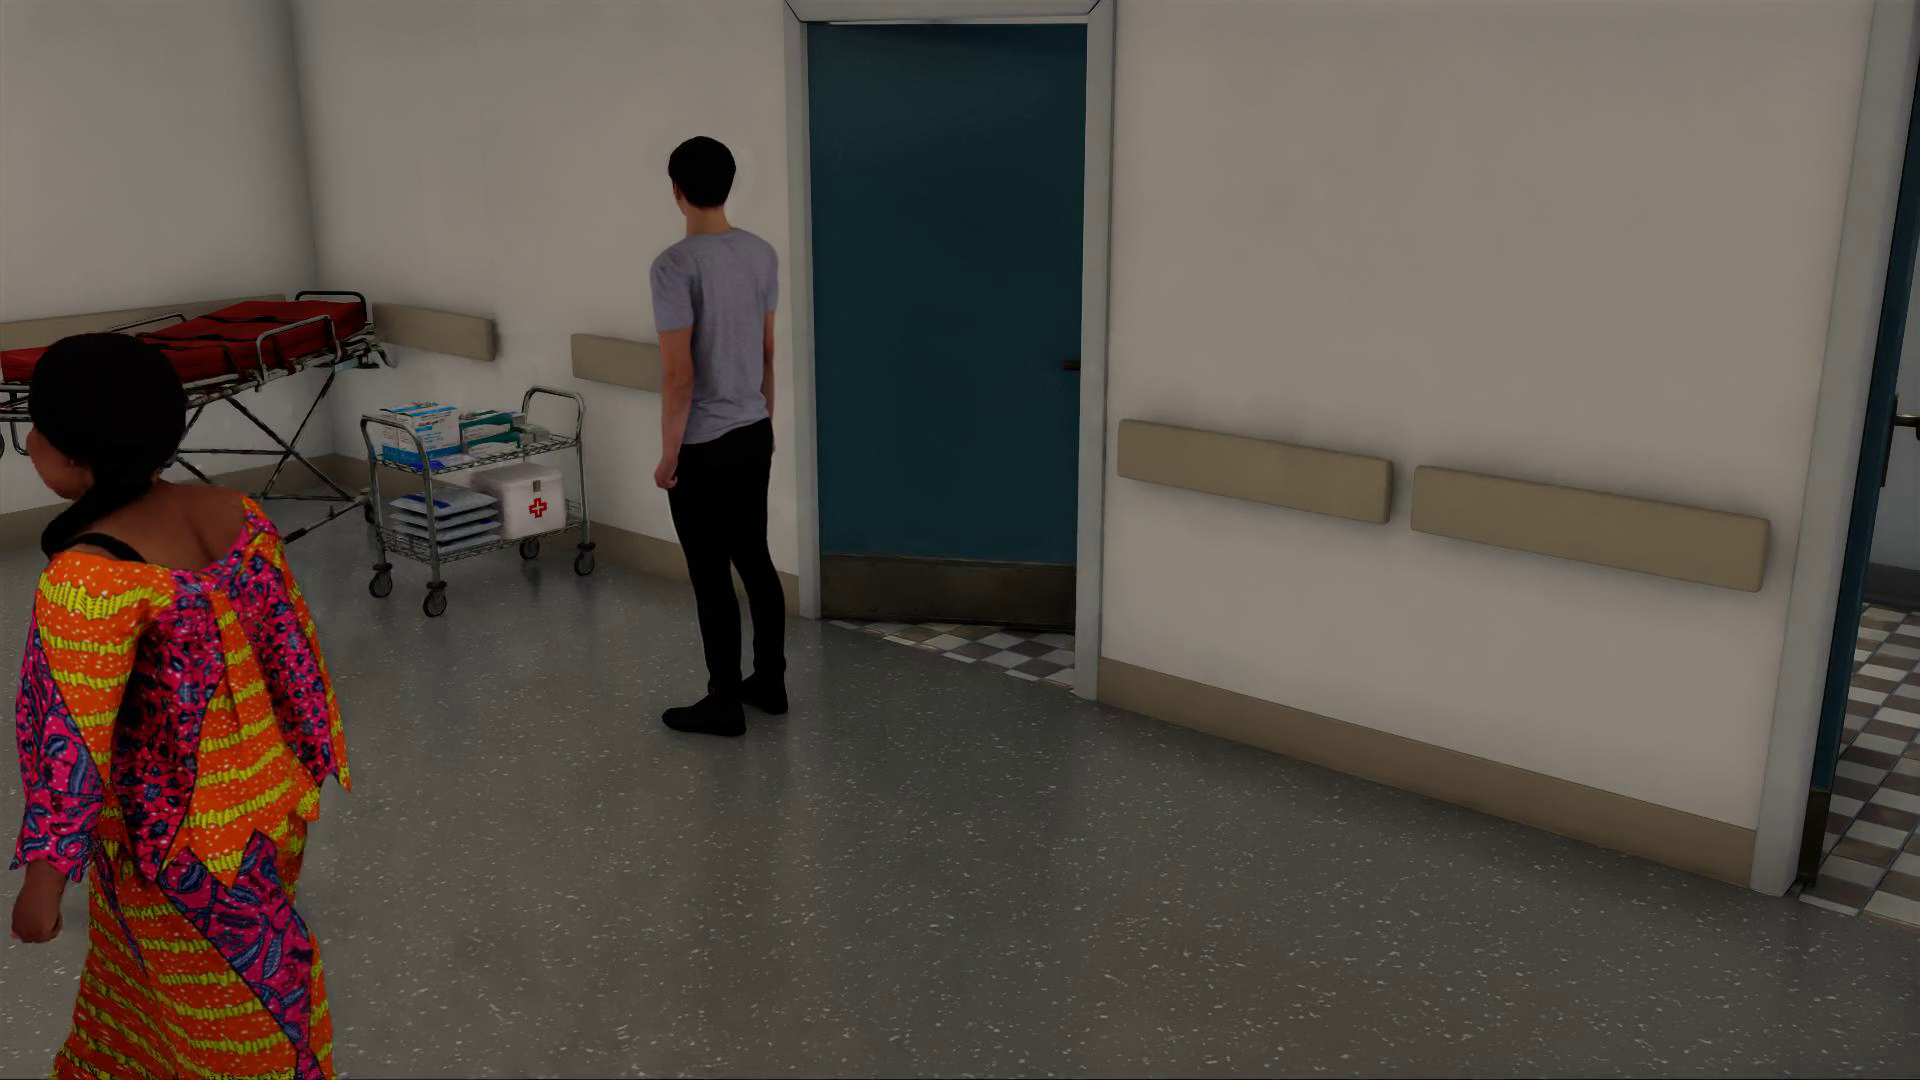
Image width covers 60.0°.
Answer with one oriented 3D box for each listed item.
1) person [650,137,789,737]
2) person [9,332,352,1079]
[{"bbox_3d":[-0.749,-0.308,5.218,0.572,1.863,0.674,10,19,33],"label":"person"},{"bbox_3d":[-1.242,0.466,2.789,1.124,1.675,1.008,1,16,3],"label":"person"}]
